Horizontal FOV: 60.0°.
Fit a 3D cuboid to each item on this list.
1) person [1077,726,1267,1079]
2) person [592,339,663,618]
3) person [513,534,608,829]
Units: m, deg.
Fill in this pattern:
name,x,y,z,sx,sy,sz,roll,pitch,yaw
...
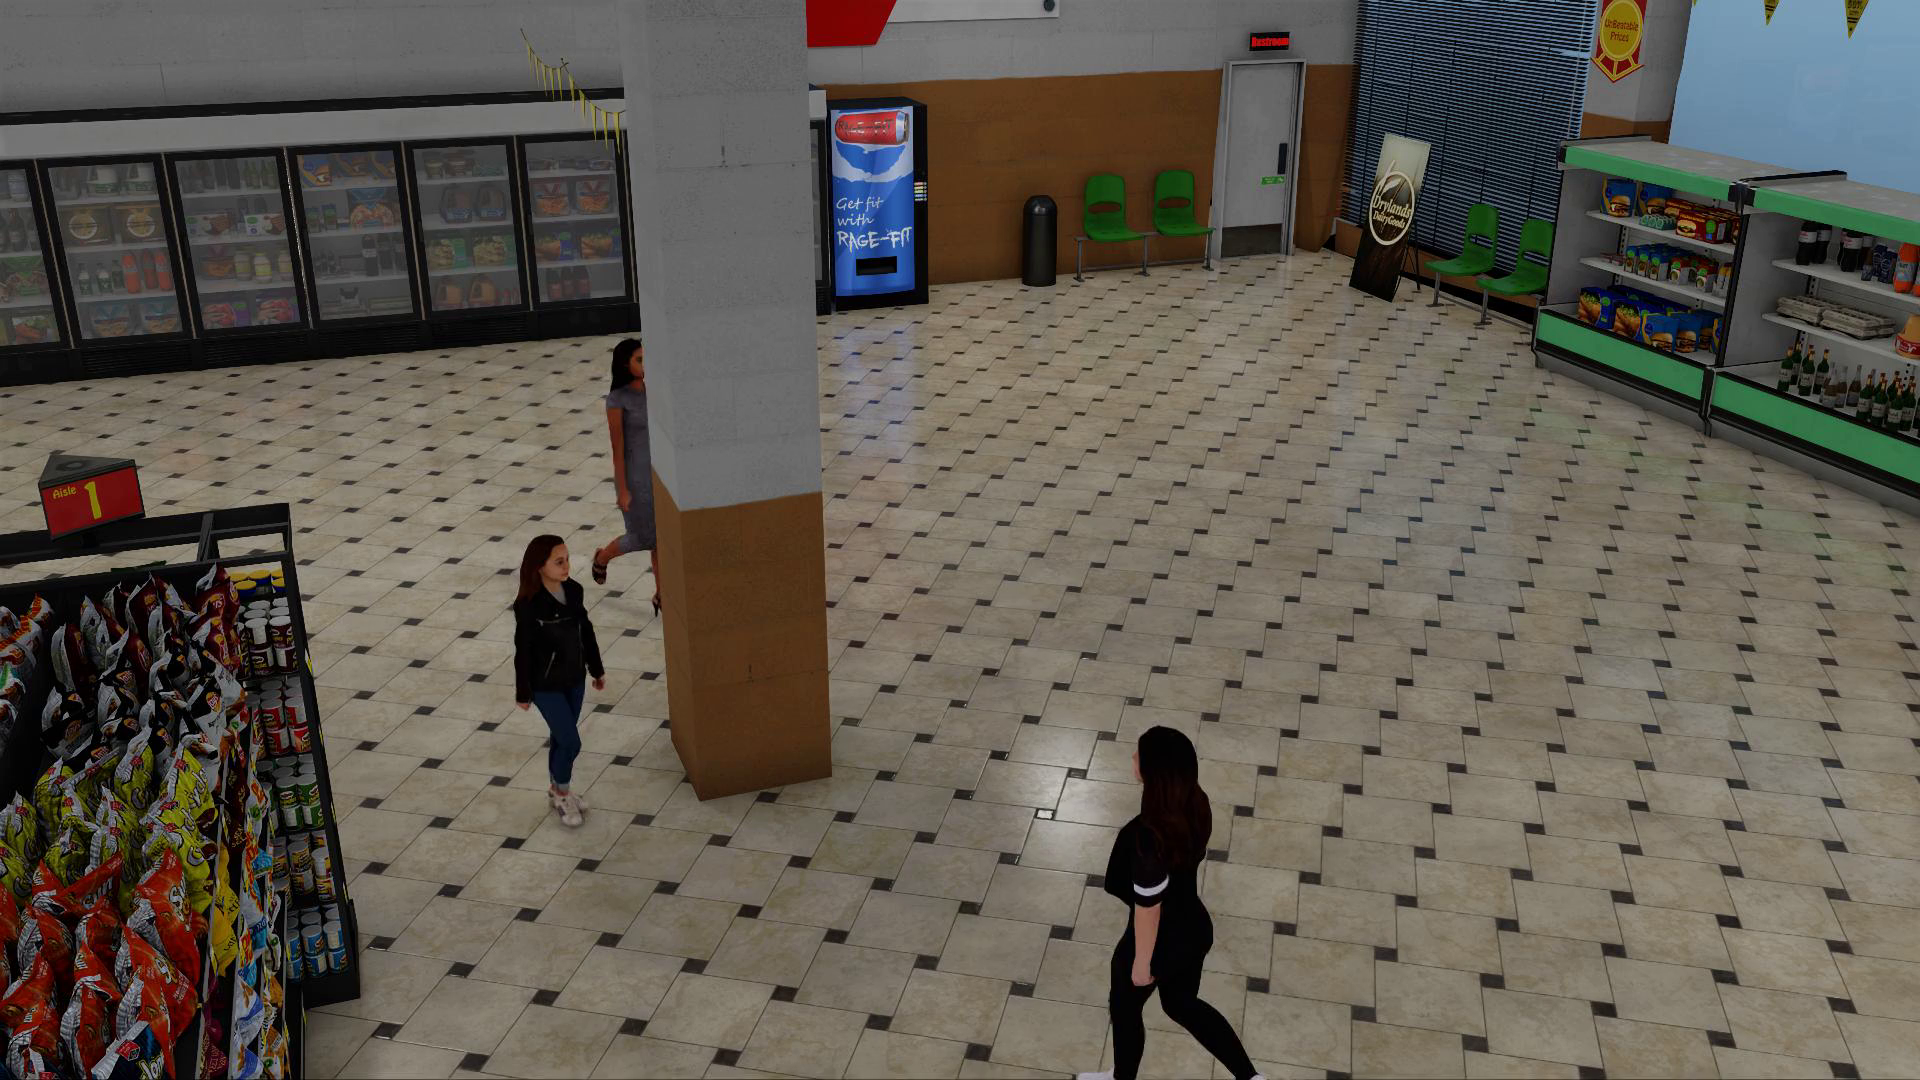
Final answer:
name,x,y,z,sx,sy,sz,roll,pitch,yaw
person,0.793,1.424,5.875,1.106,1.619,0.968,14,26,31
person,-2.002,-0.348,10.090,1.032,1.764,0.899,15,26,32
person,-1.987,0.650,7.997,0.718,1.473,0.668,12,25,27
